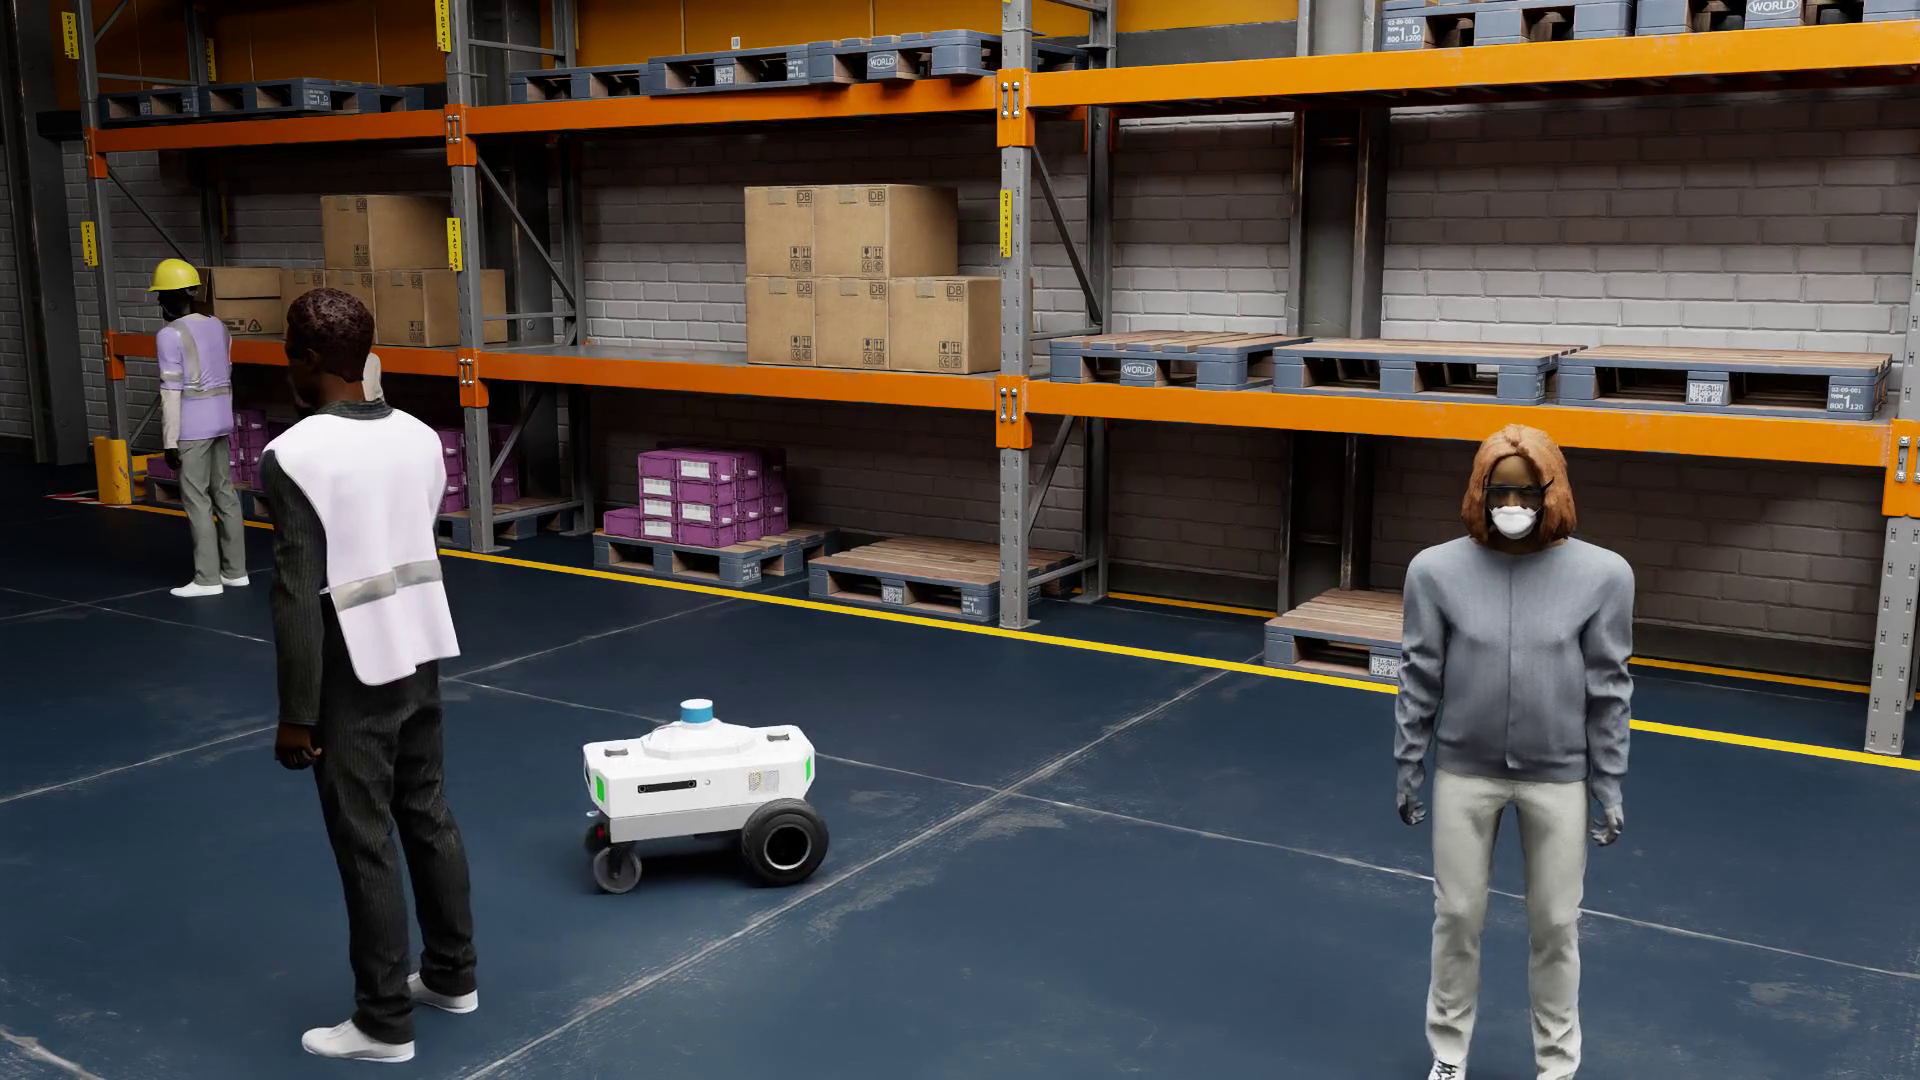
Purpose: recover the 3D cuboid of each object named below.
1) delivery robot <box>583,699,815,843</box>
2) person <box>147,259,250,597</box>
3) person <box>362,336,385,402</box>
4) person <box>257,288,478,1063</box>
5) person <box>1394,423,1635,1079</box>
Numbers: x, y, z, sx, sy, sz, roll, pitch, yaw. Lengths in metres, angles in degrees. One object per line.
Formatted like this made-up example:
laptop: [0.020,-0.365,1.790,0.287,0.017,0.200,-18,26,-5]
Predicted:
delivery robot: [-0.837,0.753,5.315,0.707,0.478,0.477,-3,11,-18]
person: [-4.364,-0.632,9.488,0.399,1.919,0.592,2,10,11]
person: [-3.709,-0.615,10.200,0.281,1.625,0.493,5,11,26]
person: [-1.464,0.336,4.155,0.410,1.908,0.592,3,11,18]
person: [1.239,0.545,3.770,0.505,1.623,0.292,3,11,18]
